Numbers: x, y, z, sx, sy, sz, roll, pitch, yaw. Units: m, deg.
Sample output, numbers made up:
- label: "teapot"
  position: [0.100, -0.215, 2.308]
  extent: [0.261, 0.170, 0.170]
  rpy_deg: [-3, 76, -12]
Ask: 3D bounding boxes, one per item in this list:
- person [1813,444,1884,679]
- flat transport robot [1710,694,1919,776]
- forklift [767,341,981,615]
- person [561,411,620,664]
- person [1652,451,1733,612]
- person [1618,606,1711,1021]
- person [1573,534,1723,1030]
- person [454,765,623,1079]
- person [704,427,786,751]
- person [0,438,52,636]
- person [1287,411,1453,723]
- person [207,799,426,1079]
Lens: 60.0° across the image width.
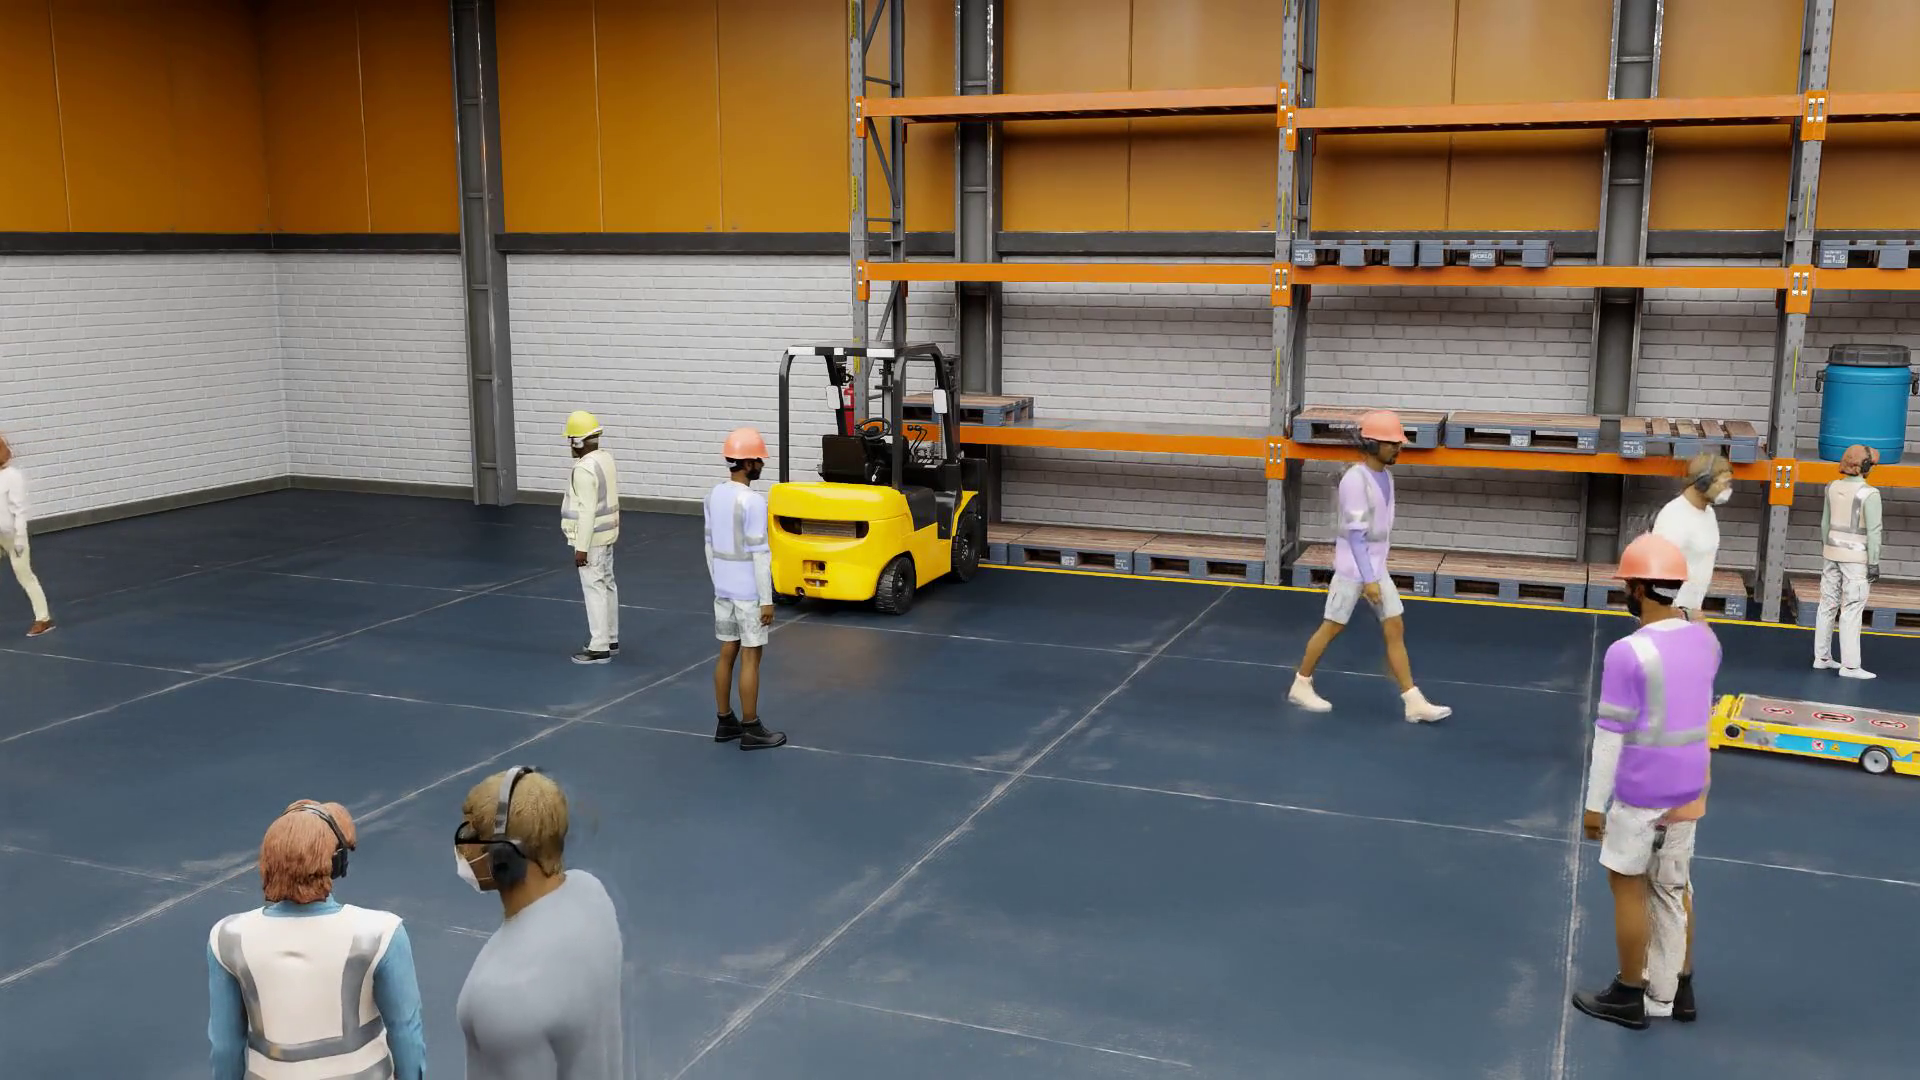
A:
- label: "person"
  position: [6.212, 0.149, 11.618]
  extent: [0.307, 1.638, 0.511]
  rpy_deg: [-2, 10, -13]
- label: "flat transport robot"
  position: [5.105, 1.139, 9.908]
  extent: [1.431, 0.197, 0.652]
  rpy_deg: [6, 12, 29]
- label: "forklift"
  position: [-0.739, -0.602, 14.246]
  extent: [1.214, 2.155, 2.313]
  rpy_deg: [4, 11, 21]
- label: "person"
  position: [-2.670, -0.021, 12.023]
  extent: [0.403, 1.828, 0.597]
  rpy_deg: [1, 10, 5]
- label: "person"
  position: [3.893, 0.450, 9.171]
  extent: [0.556, 1.916, 0.695]
  rpy_deg: [8, 13, 39]
- label: "person"
  position: [2.772, 1.058, 6.529]
  extent: [0.305, 1.645, 0.522]
  rpy_deg: [5, 11, 27]
- label: "person"
  position: [2.652, 0.938, 6.423]
  extent: [0.608, 1.923, 0.430]
  rpy_deg: [-5, 11, -26]
- label: "person"
  position: [-0.883, 1.427, 3.726]
  extent: [0.831, 1.917, 0.647]
  rpy_deg: [1, 10, 4]
- label: "person"
  position: [-1.287, 0.289, 9.999]
  extent: [0.371, 1.935, 0.551]
  rpy_deg: [-9, 14, -42]
- label: "person"
  position: [-7.308, -0.010, 12.625]
  extent: [0.521, 1.590, 0.780]
  rpy_deg: [3, 11, 16]
- label: "person"
  position: [2.579, 0.172, 10.540]
  extent: [1.070, 1.989, 0.627]
  rpy_deg: [9, 13, 41]
- label: "person"
  position: [-1.627, 1.469, 4.254]
  extent: [0.521, 1.638, 0.311]
  rpy_deg: [-1, 10, -5]
